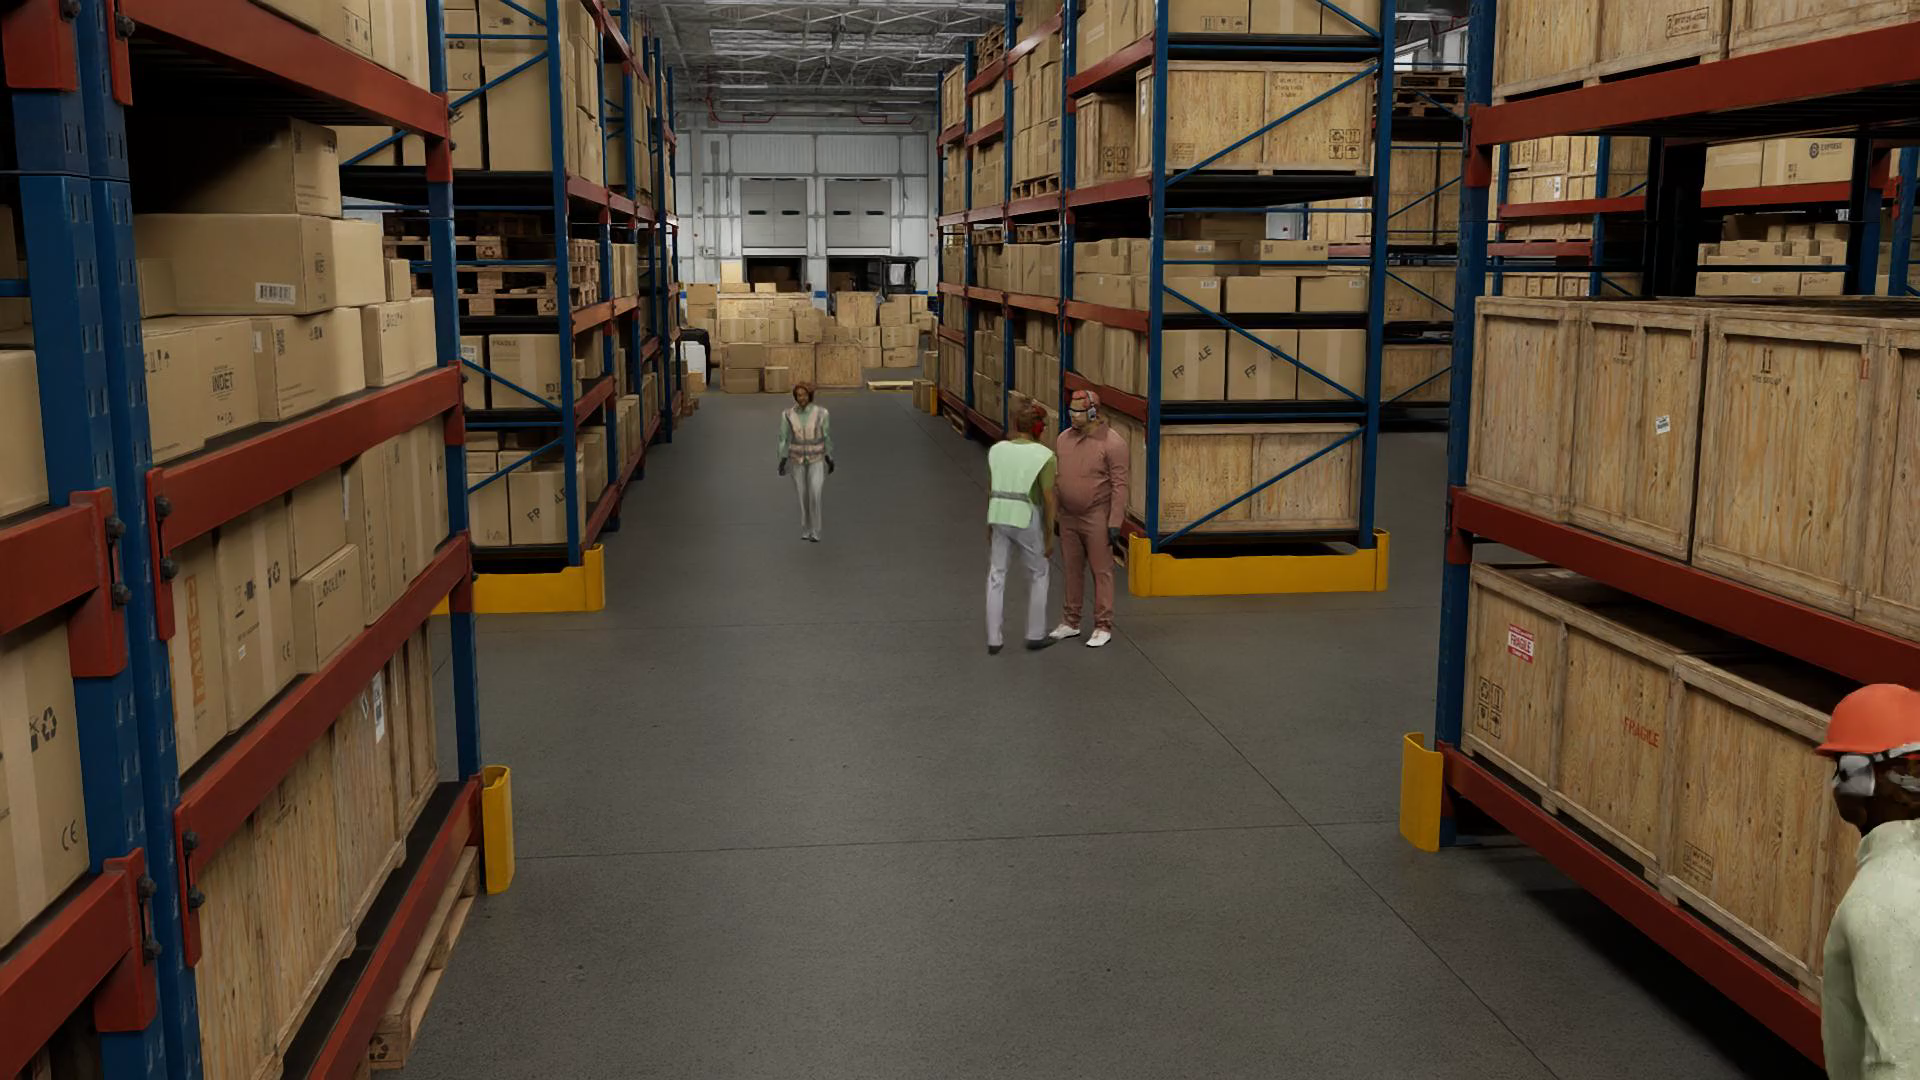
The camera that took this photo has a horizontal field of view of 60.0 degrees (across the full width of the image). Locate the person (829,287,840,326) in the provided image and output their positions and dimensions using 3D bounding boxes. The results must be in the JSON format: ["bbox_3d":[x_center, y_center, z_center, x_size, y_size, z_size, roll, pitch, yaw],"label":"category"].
[{"bbox_3d":[-4.893,-9.323,66.579,0.594,1.598,0.652,3,10,15],"label":"person"}]

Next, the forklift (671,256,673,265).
[{"bbox_3d":[-10.983,-9.065,61.341,1.129,2.768,1.873,-1,10,-7],"label":"forklift"}]

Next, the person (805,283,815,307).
[{"bbox_3d":[-5.560,-8.453,60.719,0.526,1.865,0.615,-8,13,-39],"label":"person"}]

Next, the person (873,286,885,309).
[{"bbox_3d":[-2.645,-6.918,51.647,0.645,1.918,0.596,-4,11,-24],"label":"person"}]

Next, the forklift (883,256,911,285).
[{"bbox_3d":[-2.062,-7.792,53.930,1.129,2.768,1.873,-2,10,-13],"label":"forklift"}]

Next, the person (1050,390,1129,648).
[{"bbox_3d":[0.928,-0.160,12.341,0.643,1.905,0.399,9,13,42],"label":"person"}]

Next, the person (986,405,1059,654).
[{"bbox_3d":[0.448,-0.072,12.126,0.562,1.804,0.609,6,11,30],"label":"person"}]

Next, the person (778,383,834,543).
[{"bbox_3d":[-1.565,-0.764,16.697,0.548,1.599,0.803,1,10,4],"label":"person"}]

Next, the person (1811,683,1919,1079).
[{"bbox_3d":[2.094,1.304,3.675,0.638,1.942,0.732,-8,12,-38],"label":"person"}]

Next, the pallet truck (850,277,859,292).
[{"bbox_3d":[-3.782,-9.391,65.808,1.885,1.965,0.823,2,10,10],"label":"pallet truck"}]
